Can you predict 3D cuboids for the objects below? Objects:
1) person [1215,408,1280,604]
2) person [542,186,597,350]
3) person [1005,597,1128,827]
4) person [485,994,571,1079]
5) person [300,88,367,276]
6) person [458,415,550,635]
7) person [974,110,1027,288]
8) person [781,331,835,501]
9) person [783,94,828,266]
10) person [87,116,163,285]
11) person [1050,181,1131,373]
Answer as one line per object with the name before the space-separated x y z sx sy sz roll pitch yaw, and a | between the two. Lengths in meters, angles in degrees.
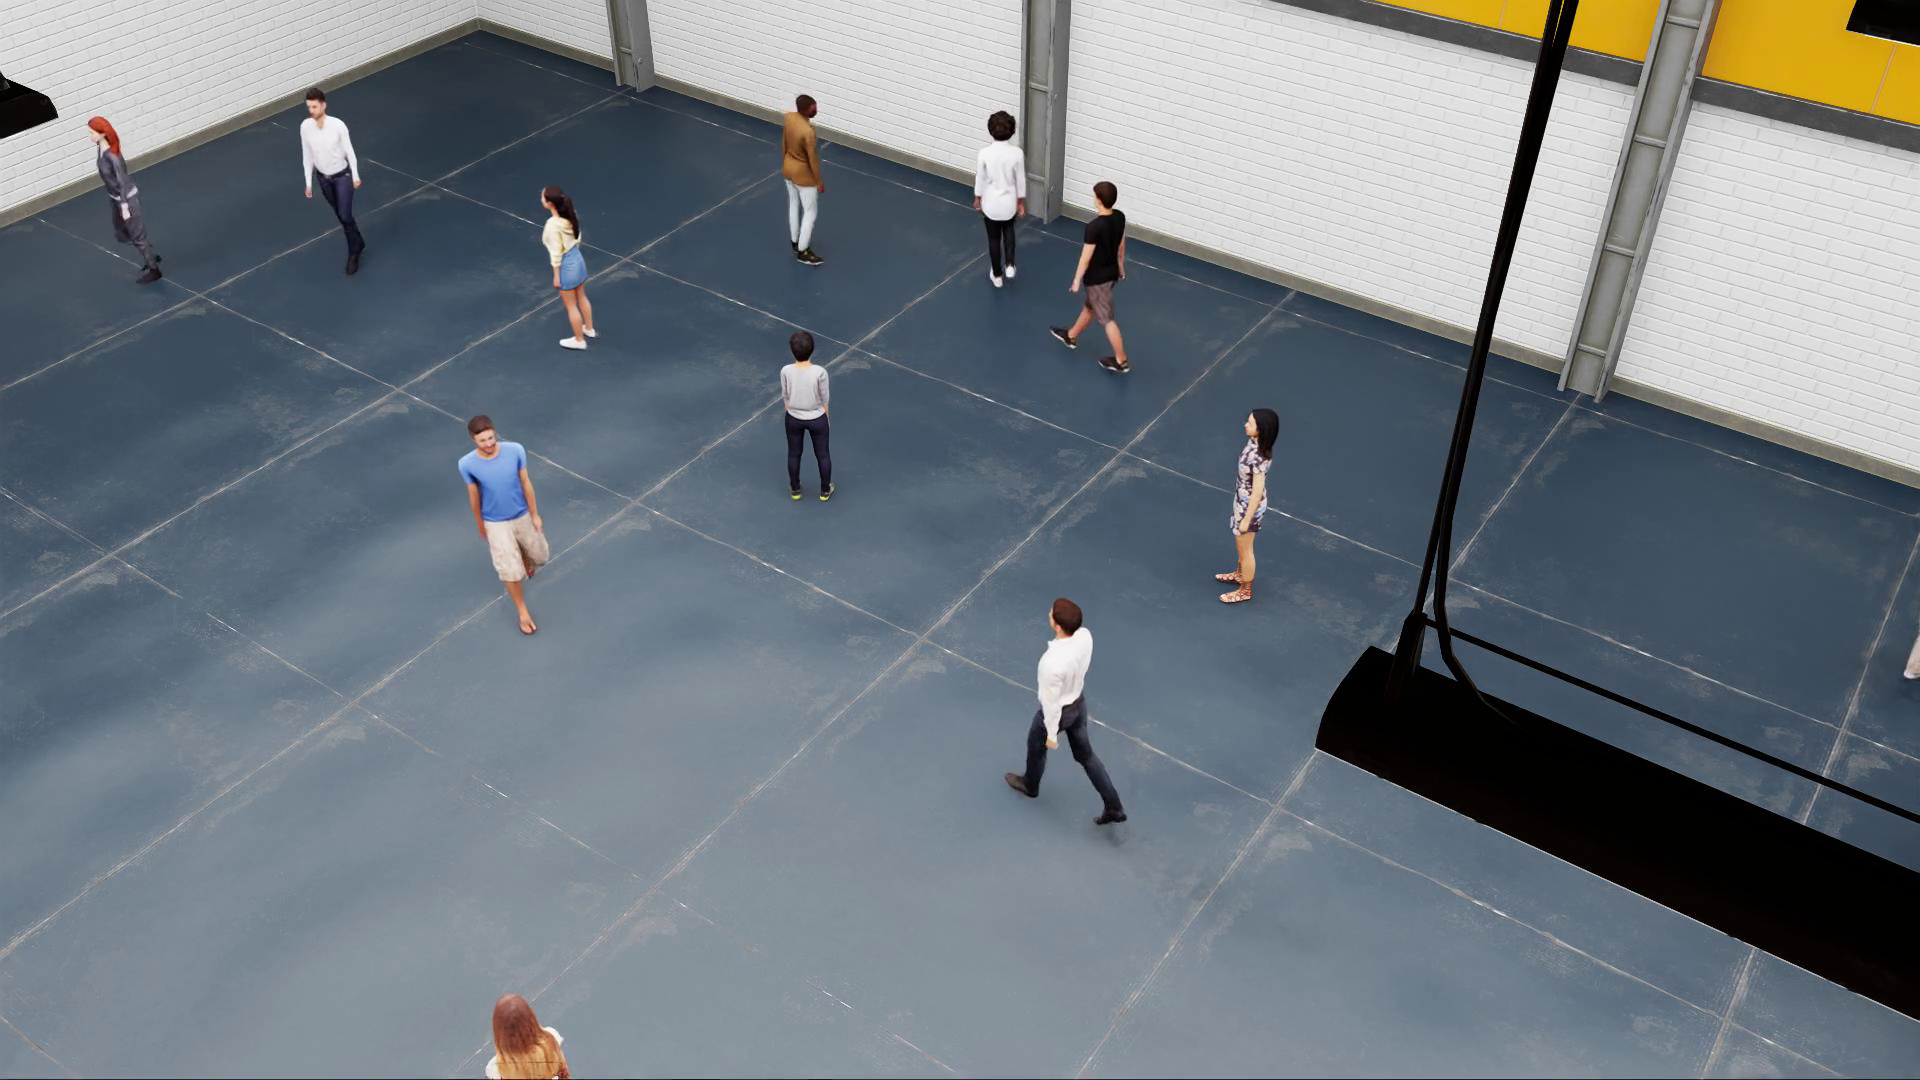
person | 2.194 -0.268 12.608 0.692 1.733 0.674 2 39 2
person | -3.666 -2.565 15.566 0.656 1.631 0.703 10 40 12
person | 0.748 1.148 10.752 1.199 1.836 0.729 27 46 30
person | -2.155 2.996 8.564 0.674 1.679 0.684 -26 45 -28
person | -6.291 -3.709 16.825 0.930 1.848 0.903 6 39 8
person | -3.403 -0.215 12.449 0.961 1.848 1.115 -16 41 -19
person | 0.404 -3.297 16.350 0.754 1.797 0.809 -8 39 -9
person | -1.267 -1.009 13.684 0.572 1.548 0.678 3 39 4
person | -1.656 -3.720 16.882 0.591 1.794 0.913 22 43 25
person | -8.201 -3.383 16.480 0.719 1.769 0.581 -28 46 -31
person | 1.350 -2.350 15.151 1.182 1.813 0.737 26 46 29
